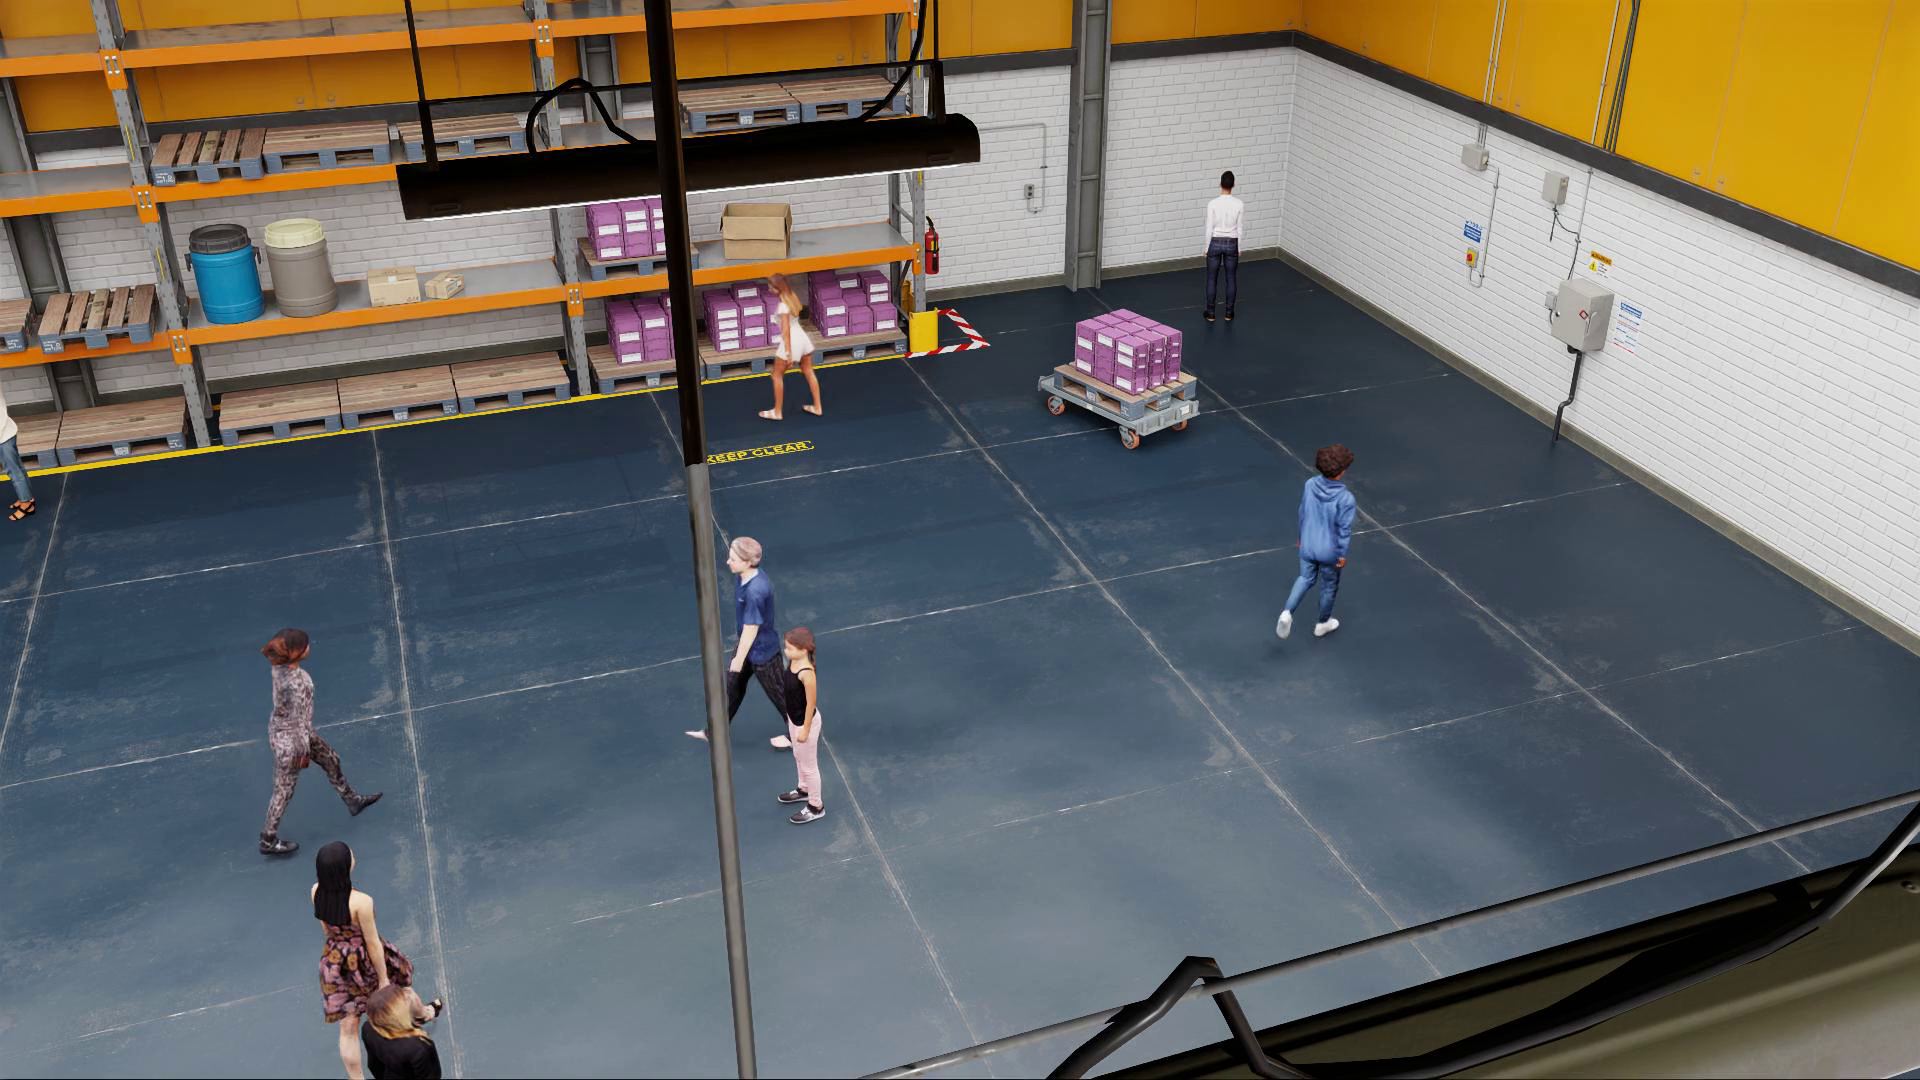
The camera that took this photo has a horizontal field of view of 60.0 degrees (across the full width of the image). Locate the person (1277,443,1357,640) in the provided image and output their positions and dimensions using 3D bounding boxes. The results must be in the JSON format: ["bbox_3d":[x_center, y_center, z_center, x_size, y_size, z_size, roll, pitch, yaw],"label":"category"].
[{"bbox_3d":[2.956,0.055,13.784,1.069,1.793,0.911,-25,37,-37],"label":"person"}]

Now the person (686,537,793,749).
[{"bbox_3d":[-1.405,0.801,12.379,1.102,1.830,0.665,-9,30,-16],"label":"person"}]

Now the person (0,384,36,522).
[{"bbox_3d":[-9.136,-1.011,15.859,0.541,1.678,0.617,-11,31,-20],"label":"person"}]

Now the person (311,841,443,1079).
[{"bbox_3d":[-3.440,2.493,9.371,1.091,1.741,1.067,8,30,14],"label":"person"}]

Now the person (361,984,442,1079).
[{"bbox_3d":[-2.840,2.957,8.591,0.674,1.672,0.720,15,32,25],"label":"person"}]

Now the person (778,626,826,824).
[{"bbox_3d":[-1.112,1.278,11.781,0.509,1.566,0.520,-11,30,-19],"label":"person"}]

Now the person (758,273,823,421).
[{"bbox_3d":[-1.742,-2.073,17.837,1.006,1.649,0.934,12,31,21],"label":"person"}]

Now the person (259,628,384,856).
[{"bbox_3d":[-4.663,1.410,11.451,1.161,1.649,0.736,-14,32,-25],"label":"person"}]

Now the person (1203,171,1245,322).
[{"bbox_3d":[3.232,-3.602,20.410,0.650,1.869,0.763,1,29,2],"label":"person"}]
